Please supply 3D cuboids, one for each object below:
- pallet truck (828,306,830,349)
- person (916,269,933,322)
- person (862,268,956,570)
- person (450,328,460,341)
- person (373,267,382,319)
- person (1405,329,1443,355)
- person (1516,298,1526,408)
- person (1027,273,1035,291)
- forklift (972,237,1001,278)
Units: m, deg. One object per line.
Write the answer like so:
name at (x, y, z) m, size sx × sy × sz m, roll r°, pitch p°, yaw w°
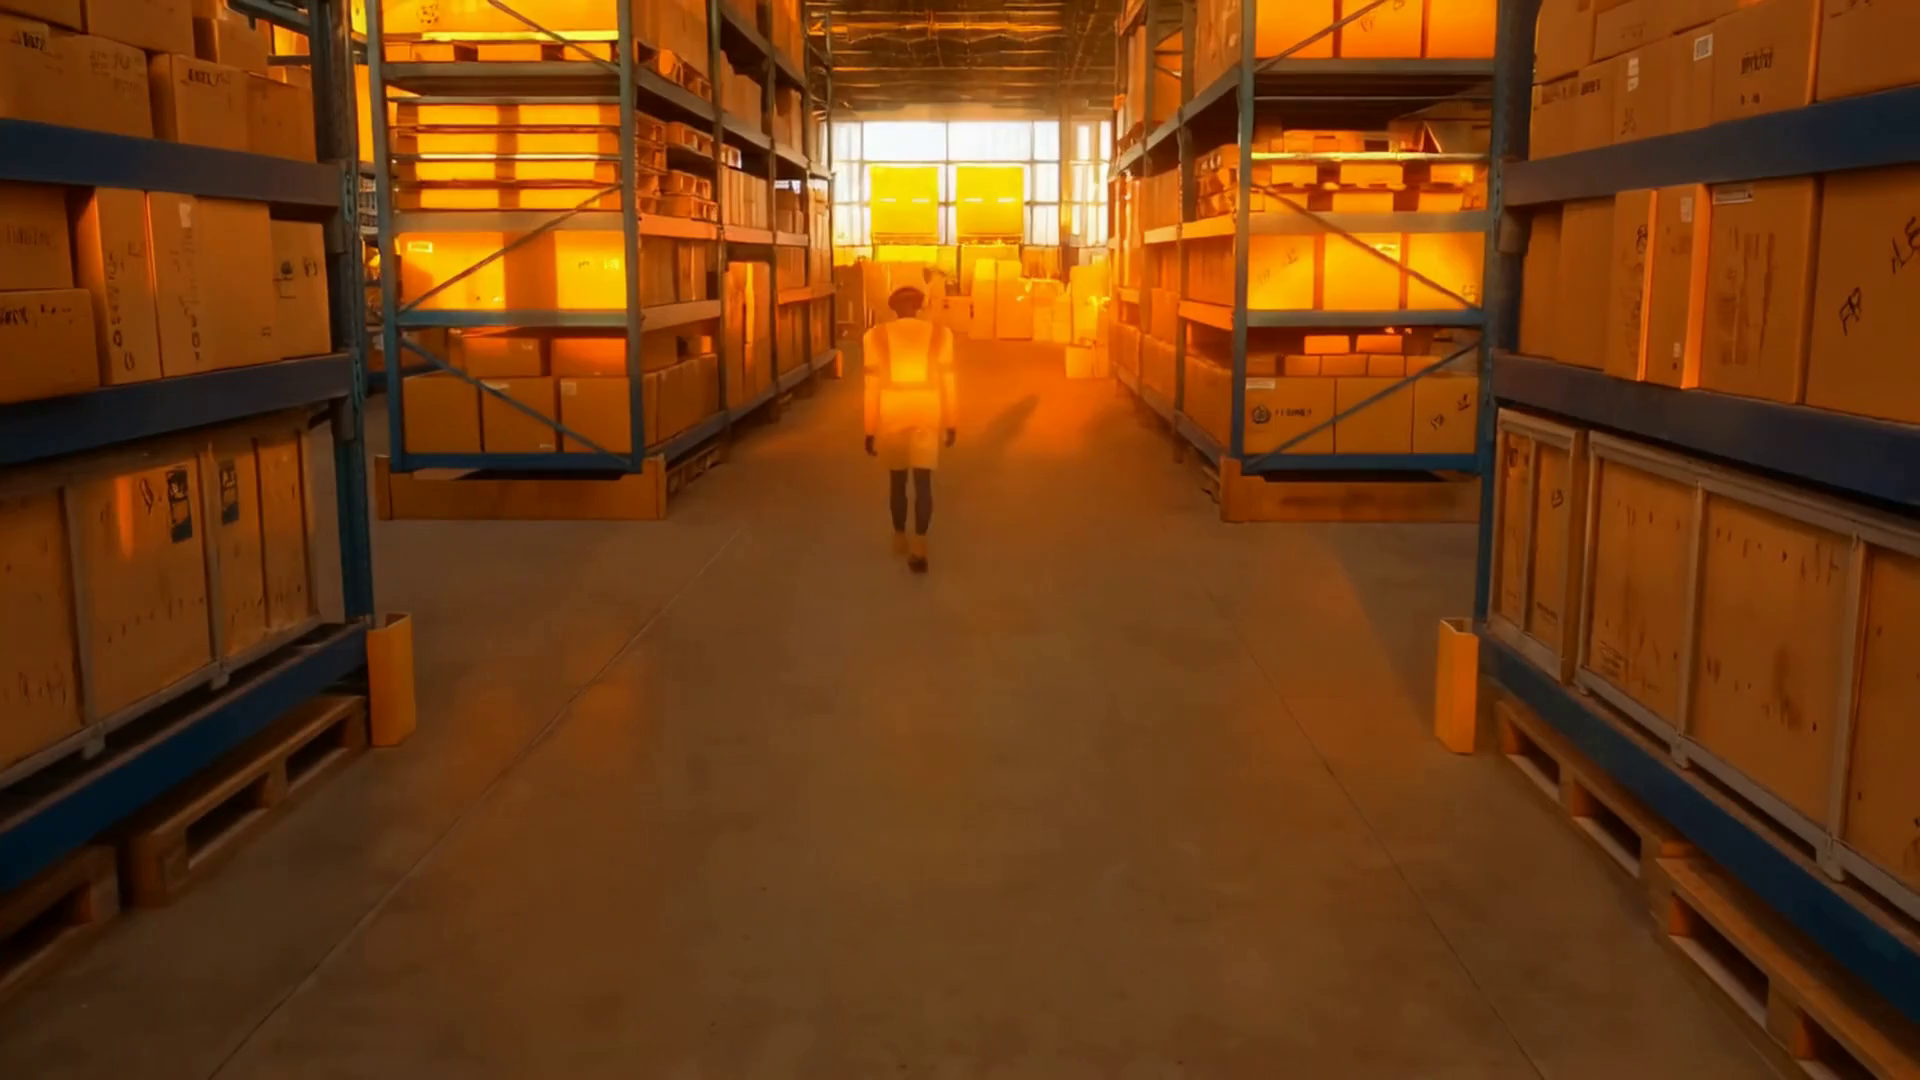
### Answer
pallet truck at (-3.100, -3.940, 29.800) m, size 1.885 × 1.965 × 0.823 m, roll 3°, pitch 10°, yaw 19°
person at (-0.833, -4.968, 36.307) m, size 0.845 × 1.892 × 0.598 m, roll -6°, pitch 11°, yaw -30°
person at (-0.335, -0.815, 11.125) m, size 0.623 × 1.997 × 1.051 m, roll -1°, pitch 9°, yaw -3°
person at (-10.439, -4.477, 33.967) m, size 0.562 × 1.681 × 0.538 m, roll 0°, pitch 9°, yaw 3°
person at (-20.739, -8.802, 59.315) m, size 0.352 × 1.878 × 0.597 m, roll -2°, pitch 10°, yaw -12°
person at (7.947, -3.696, 28.396) m, size 0.635 × 1.964 × 0.849 m, roll 1°, pitch 10°, yaw 4°
person at (6.796, -2.143, 20.216) m, size 0.528 × 1.609 × 0.767 m, roll 1°, pitch 10°, yaw 7°
person at (2.554, -8.721, 59.510) m, size 0.306 × 1.640 × 0.522 m, roll 1°, pitch 10°, yaw 9°
forklift at (0.842, -8.322, 53.408) m, size 1.129 × 2.768 × 1.873 m, roll 0°, pitch 9°, yaw 1°
